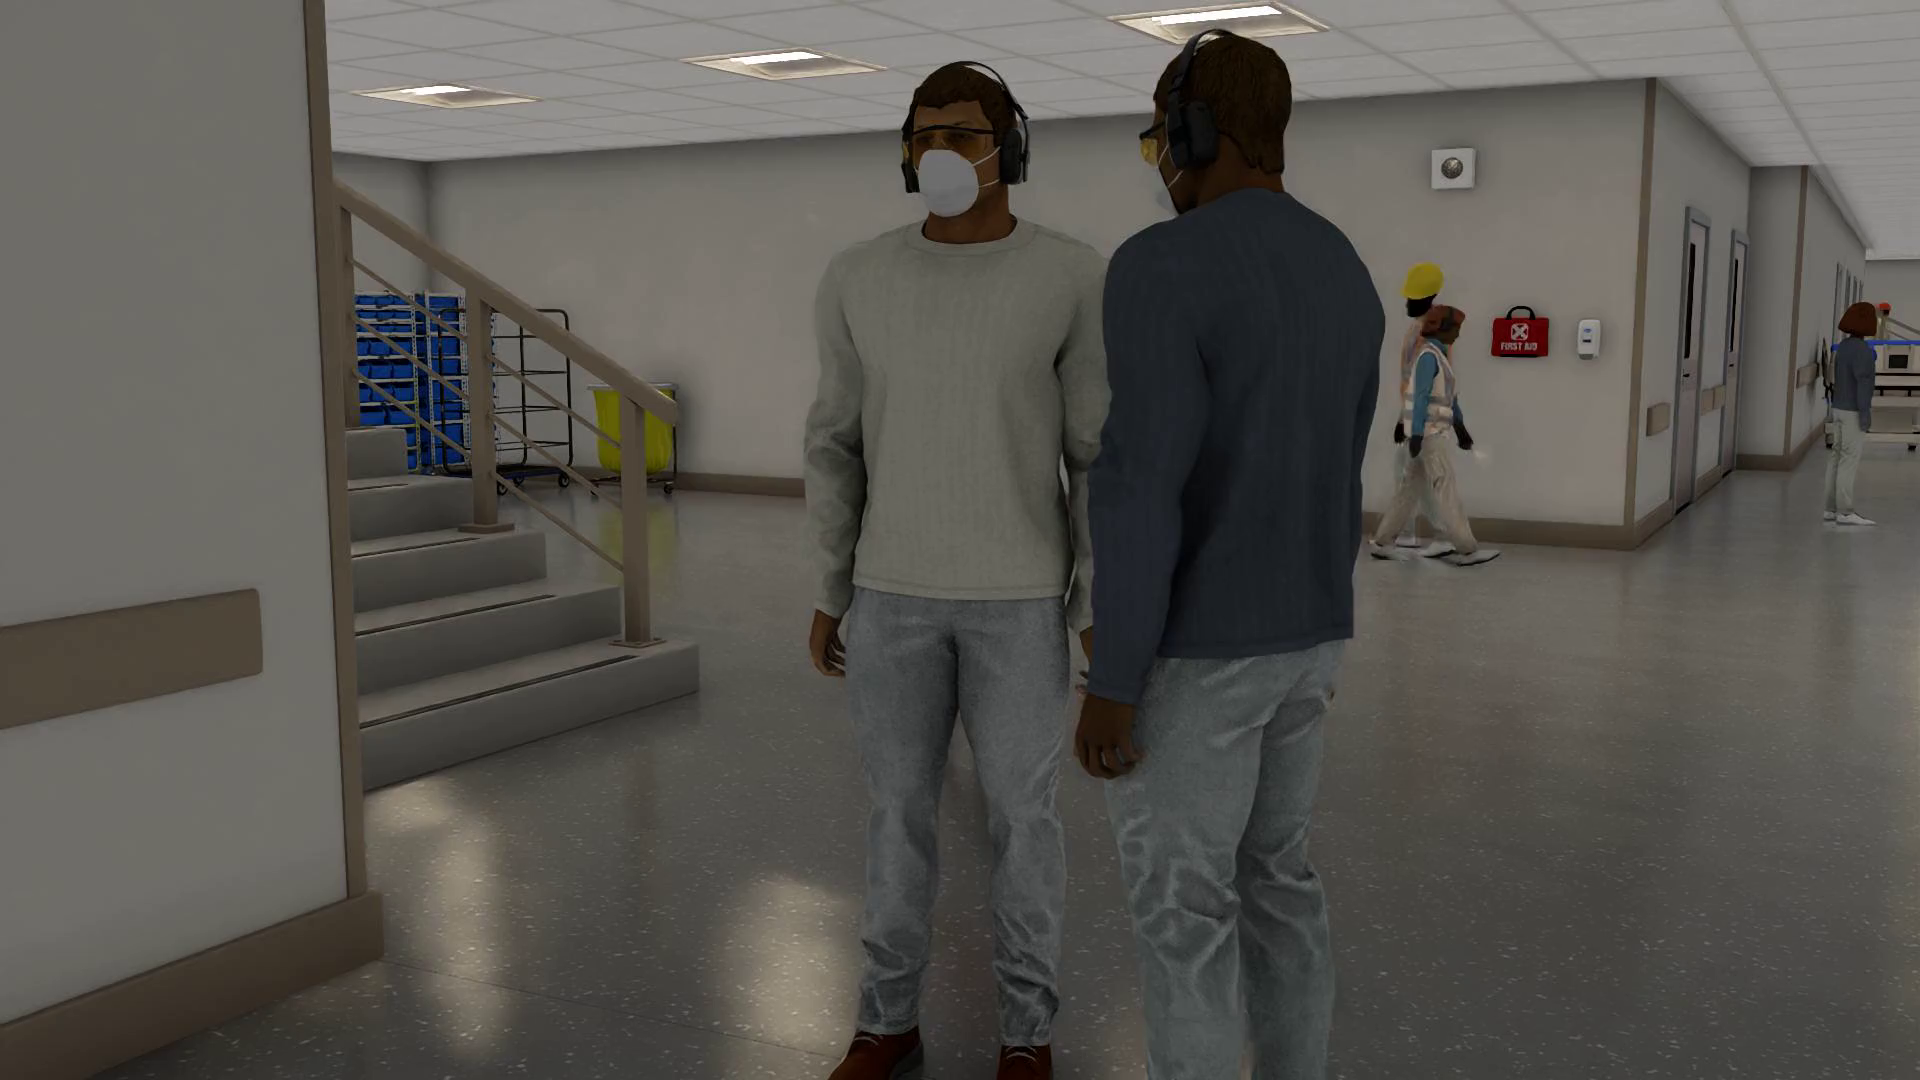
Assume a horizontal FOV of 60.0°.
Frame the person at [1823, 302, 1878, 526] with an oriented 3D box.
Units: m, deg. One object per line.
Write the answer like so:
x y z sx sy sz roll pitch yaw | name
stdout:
6.576 -0.927 12.237 0.278 1.634 0.498 1 8 9 | person

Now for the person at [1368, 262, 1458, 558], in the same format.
2.948 -0.830 10.613 0.569 1.871 0.645 2 8 17 | person

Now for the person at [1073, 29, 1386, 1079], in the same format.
0.422 0.180 2.624 0.383 1.928 0.636 7 10 42 | person

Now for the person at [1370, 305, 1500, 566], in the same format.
2.905 -0.641 10.206 0.766 1.591 0.519 2 8 17 | person

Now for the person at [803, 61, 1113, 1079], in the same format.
0.007 0.111 3.088 0.627 1.940 0.370 2 8 15 | person

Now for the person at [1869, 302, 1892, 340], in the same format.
21.615 -4.551 38.838 0.654 1.964 0.836 -6 9 -37 | person
